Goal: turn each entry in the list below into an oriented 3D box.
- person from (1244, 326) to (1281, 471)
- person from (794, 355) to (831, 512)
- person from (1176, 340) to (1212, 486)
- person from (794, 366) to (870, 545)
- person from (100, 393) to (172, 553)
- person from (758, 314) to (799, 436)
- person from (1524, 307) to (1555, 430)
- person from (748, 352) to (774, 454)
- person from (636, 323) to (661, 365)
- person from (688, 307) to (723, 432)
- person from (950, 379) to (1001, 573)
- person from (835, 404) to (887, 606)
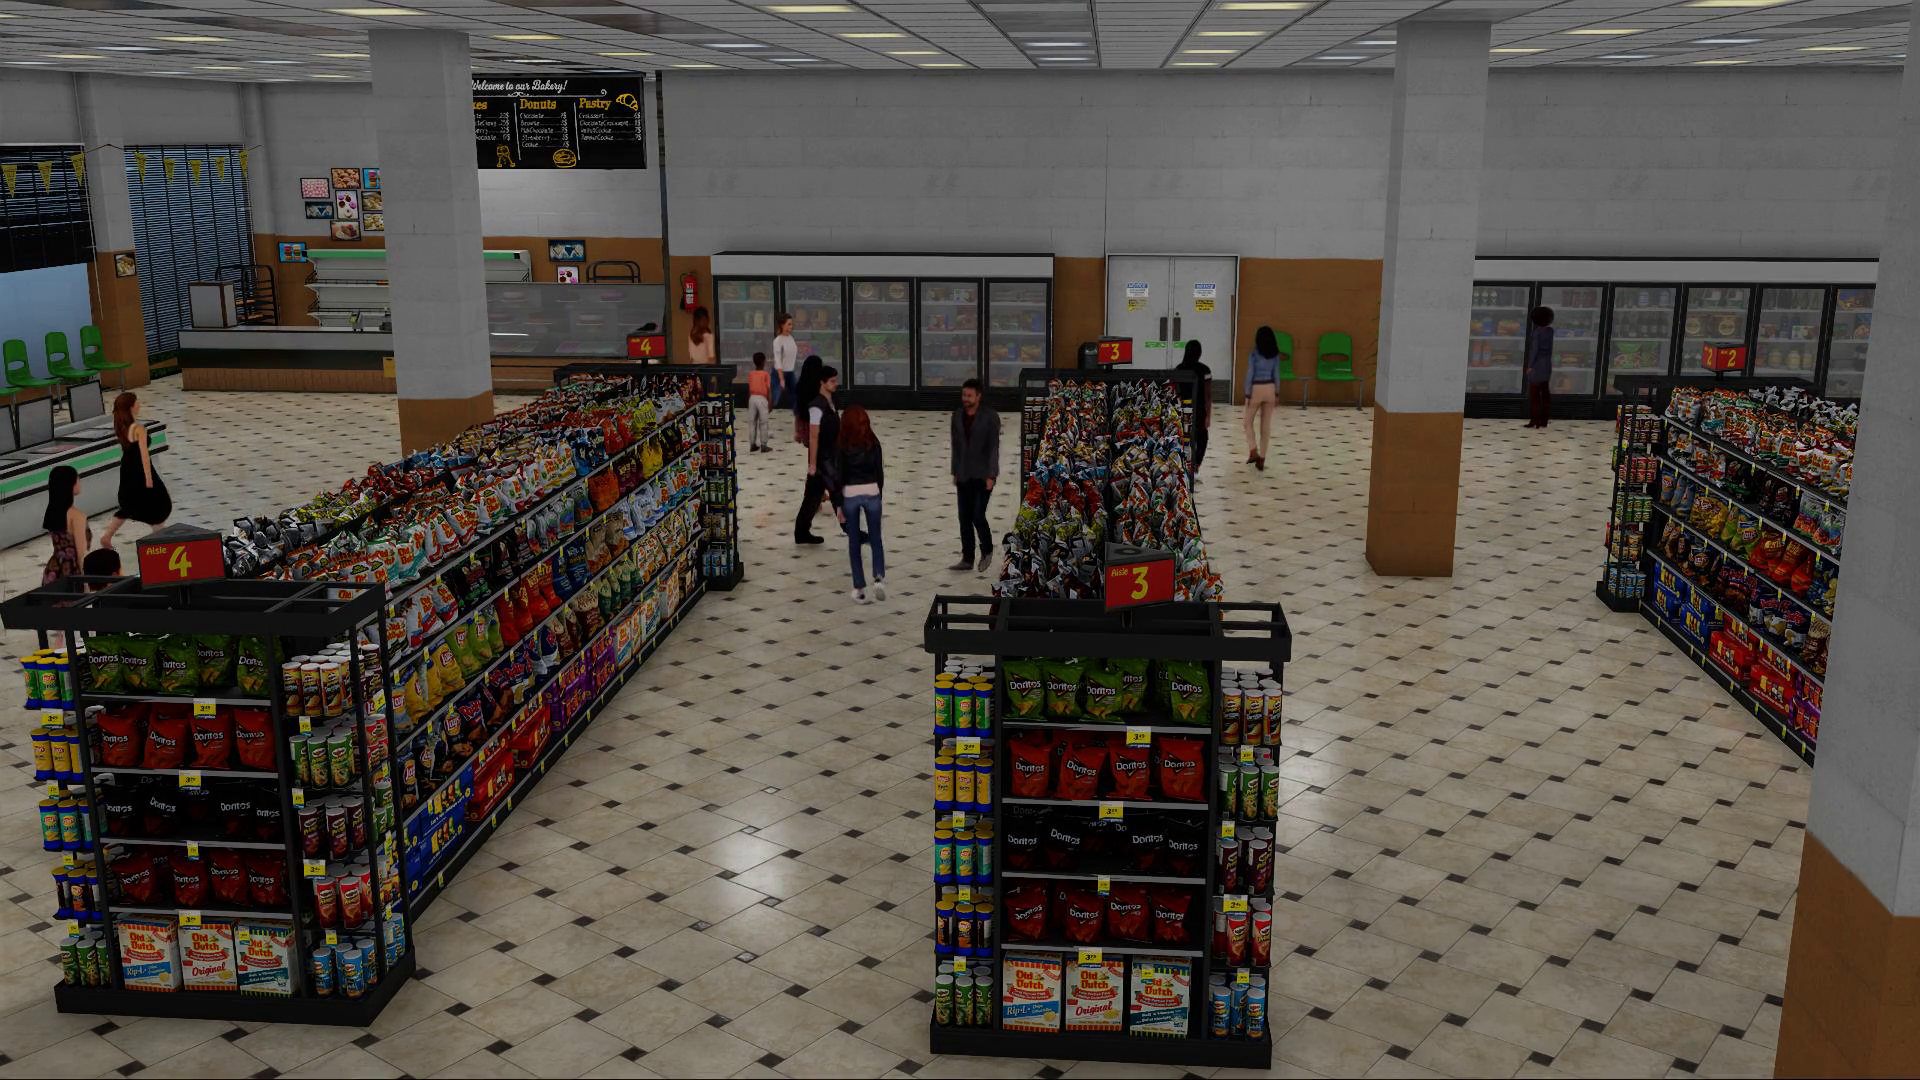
[{"bbox_3d":[3.731,-1.723,20.409,0.663,1.762,0.659,-2,14,-6],"label":"person"},{"bbox_3d":[-1.656,-1.125,18.074,0.845,1.701,0.944,11,17,37],"label":"person"},{"bbox_3d":[2.666,-1.451,19.377,0.704,1.721,0.743,7,15,25],"label":"person"},{"bbox_3d":[-1.444,-0.797,16.494,0.720,1.808,1.020,1,14,4],"label":"person"},{"bbox_3d":[-8.078,-0.607,16.163,0.821,1.595,1.083,7,15,27],"label":"person"},{"bbox_3d":[-2.460,-2.188,22.521,1.036,1.670,1.173,8,16,31],"label":"person"},{"bbox_3d":[8.195,-2.434,23.451,0.659,1.710,0.681,-8,16,-29],"label":"person"},{"bbox_3d":[-2.620,-1.792,21.654,0.520,1.309,0.533,5,14,19],"label":"person"},{"bbox_3d":[-4.268,-2.091,22.246,0.786,1.612,0.652,-4,14,-15],"label":"person"},{"bbox_3d":[-3.532,-2.236,22.509,0.911,1.770,1.106,9,16,33],"label":"person"},{"bbox_3d":[0.189,-0.599,15.574,0.816,1.857,0.822,11,17,37],"label":"person"},{"bbox_3d":[-0.846,-0.282,14.436,0.744,1.778,0.952,-2,14,-9],"label":"person"}]
